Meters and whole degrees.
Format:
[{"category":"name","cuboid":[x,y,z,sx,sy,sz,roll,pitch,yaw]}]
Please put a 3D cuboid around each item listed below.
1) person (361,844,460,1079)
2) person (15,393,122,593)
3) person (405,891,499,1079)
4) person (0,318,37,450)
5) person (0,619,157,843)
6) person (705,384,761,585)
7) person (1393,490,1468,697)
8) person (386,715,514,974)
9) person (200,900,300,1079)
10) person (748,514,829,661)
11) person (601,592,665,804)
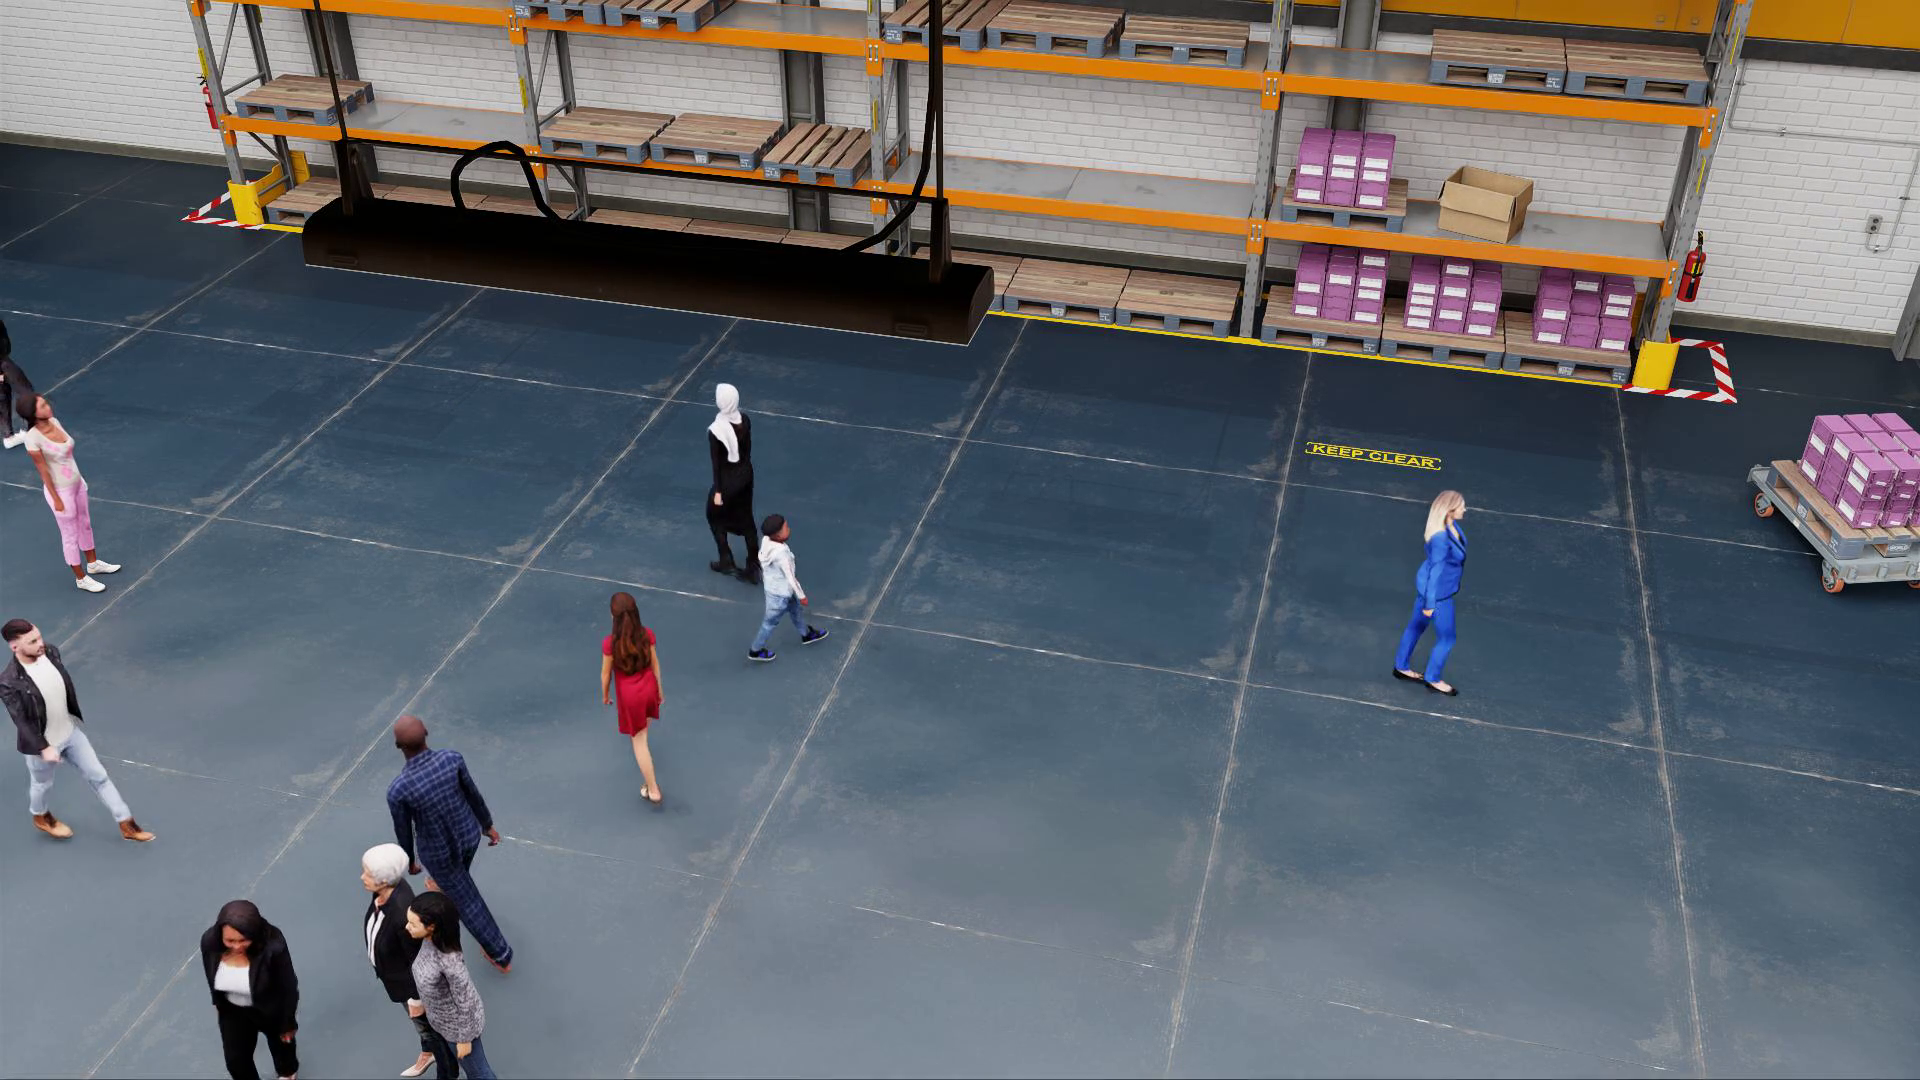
[{"category":"person","cuboid":[-2.968,2.341,8.882,0.798,1.781,0.825,-19,38,-26]},{"category":"person","cuboid":[-7.152,-0.402,13.277,0.591,1.737,0.617,1,34,1]},{"category":"person","cuboid":[-2.696,2.520,8.885,0.746,1.733,0.660,-22,40,-30]},{"category":"person","cuboid":[-8.834,-1.566,15.086,0.823,1.673,0.748,-23,40,-30]},{"category":"person","cuboid":[-5.939,1.261,10.721,1.166,1.796,0.721,11,35,16]},{"category":"person","cuboid":[-1.740,-0.403,13.254,0.837,1.763,0.776,25,41,33]},{"category":"person","cuboid":[3.372,0.361,12.172,0.686,1.689,0.636,8,34,12]},{"category":"person","cuboid":[-2.976,1.861,9.864,1.302,1.745,1.047,27,42,34]},{"category":"person","cuboid":[-3.799,2.468,9.099,0.740,1.582,0.841,0,34,0]},{"category":"person","cuboid":[-1.418,0.389,12.545,0.929,1.229,0.792,-12,36,-18]},{"category":"person","cuboid":[-2.178,1.081,11.247,1.016,1.513,1.065,-17,37,-24]}]
